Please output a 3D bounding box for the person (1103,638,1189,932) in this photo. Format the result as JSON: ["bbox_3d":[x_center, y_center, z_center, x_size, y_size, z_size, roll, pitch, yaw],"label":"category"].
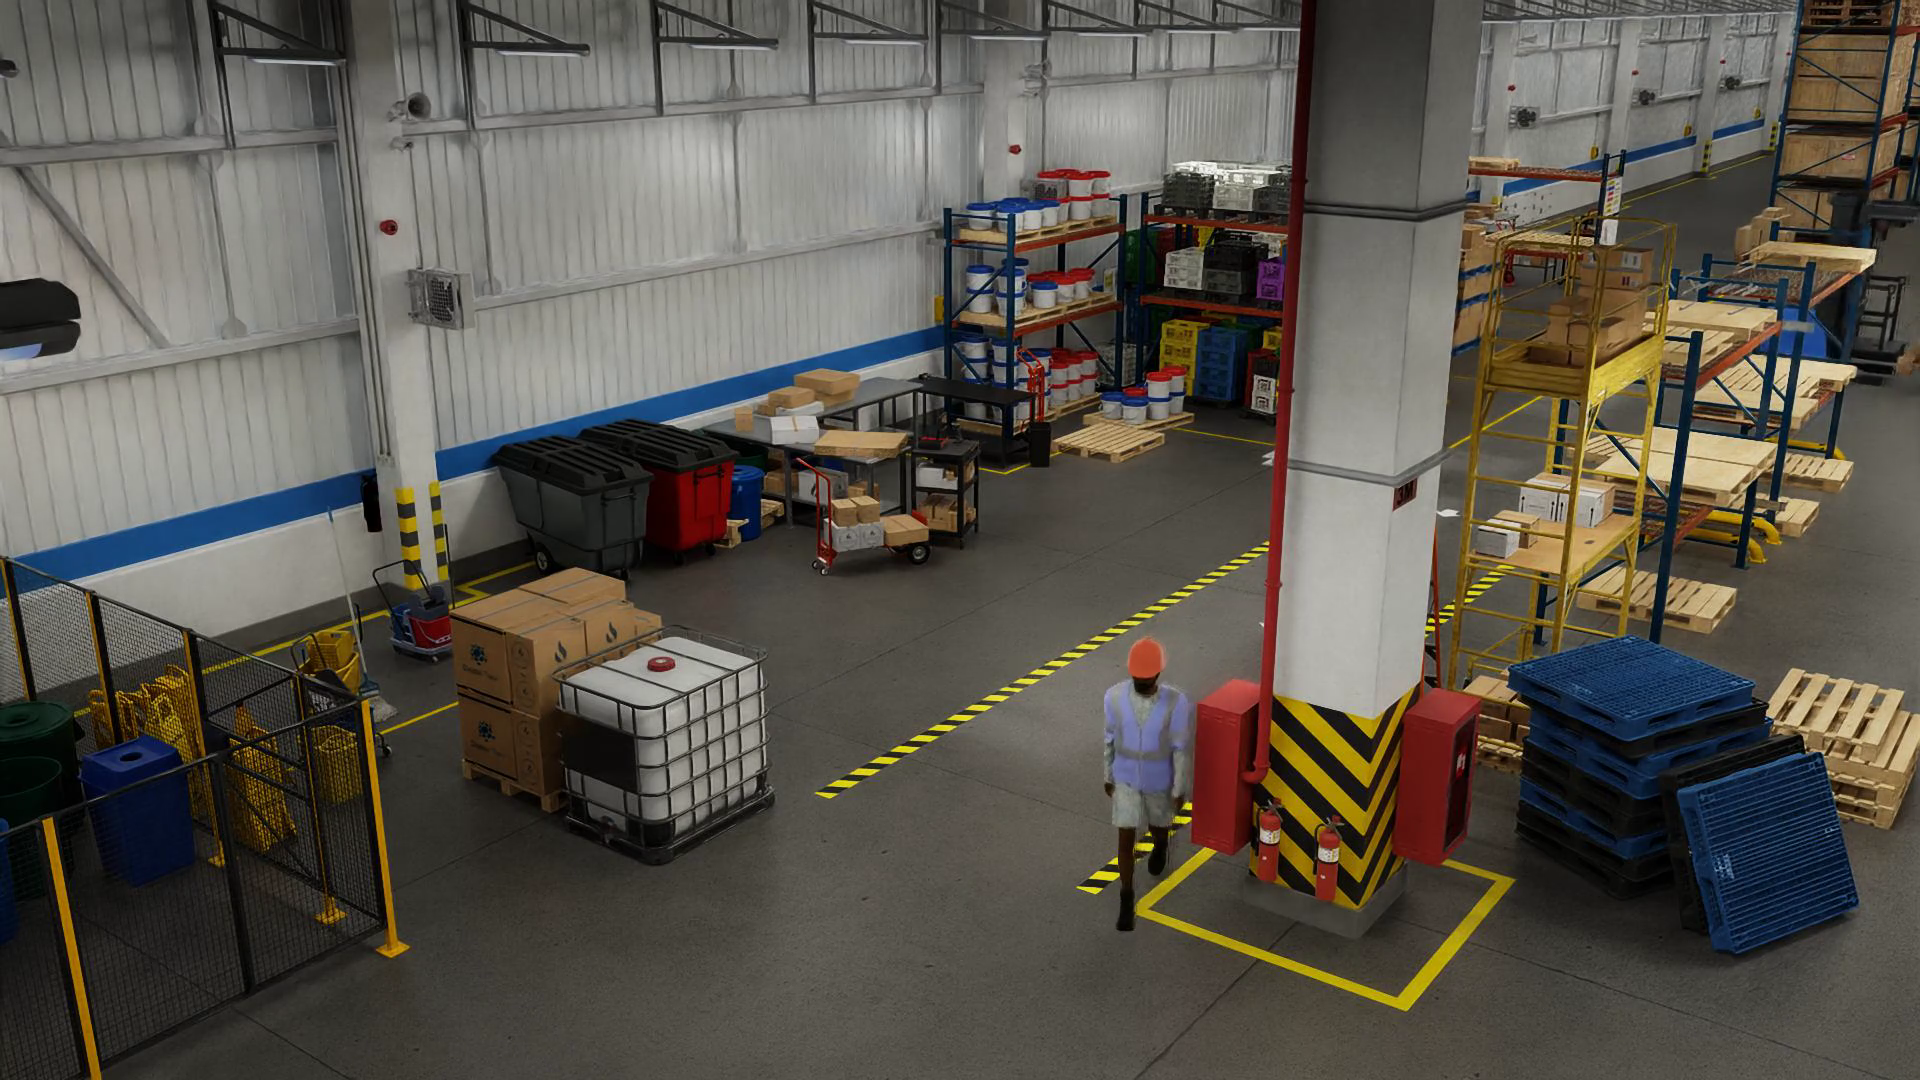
[{"bbox_3d":[1.191,1.472,10.669,0.544,1.905,0.865,5,19,15],"label":"person"}]

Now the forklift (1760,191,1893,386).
[{"bbox_3d":[13.500,-3.943,25.686,1.873,2.768,1.129,13,22,34],"label":"forklift"}]
